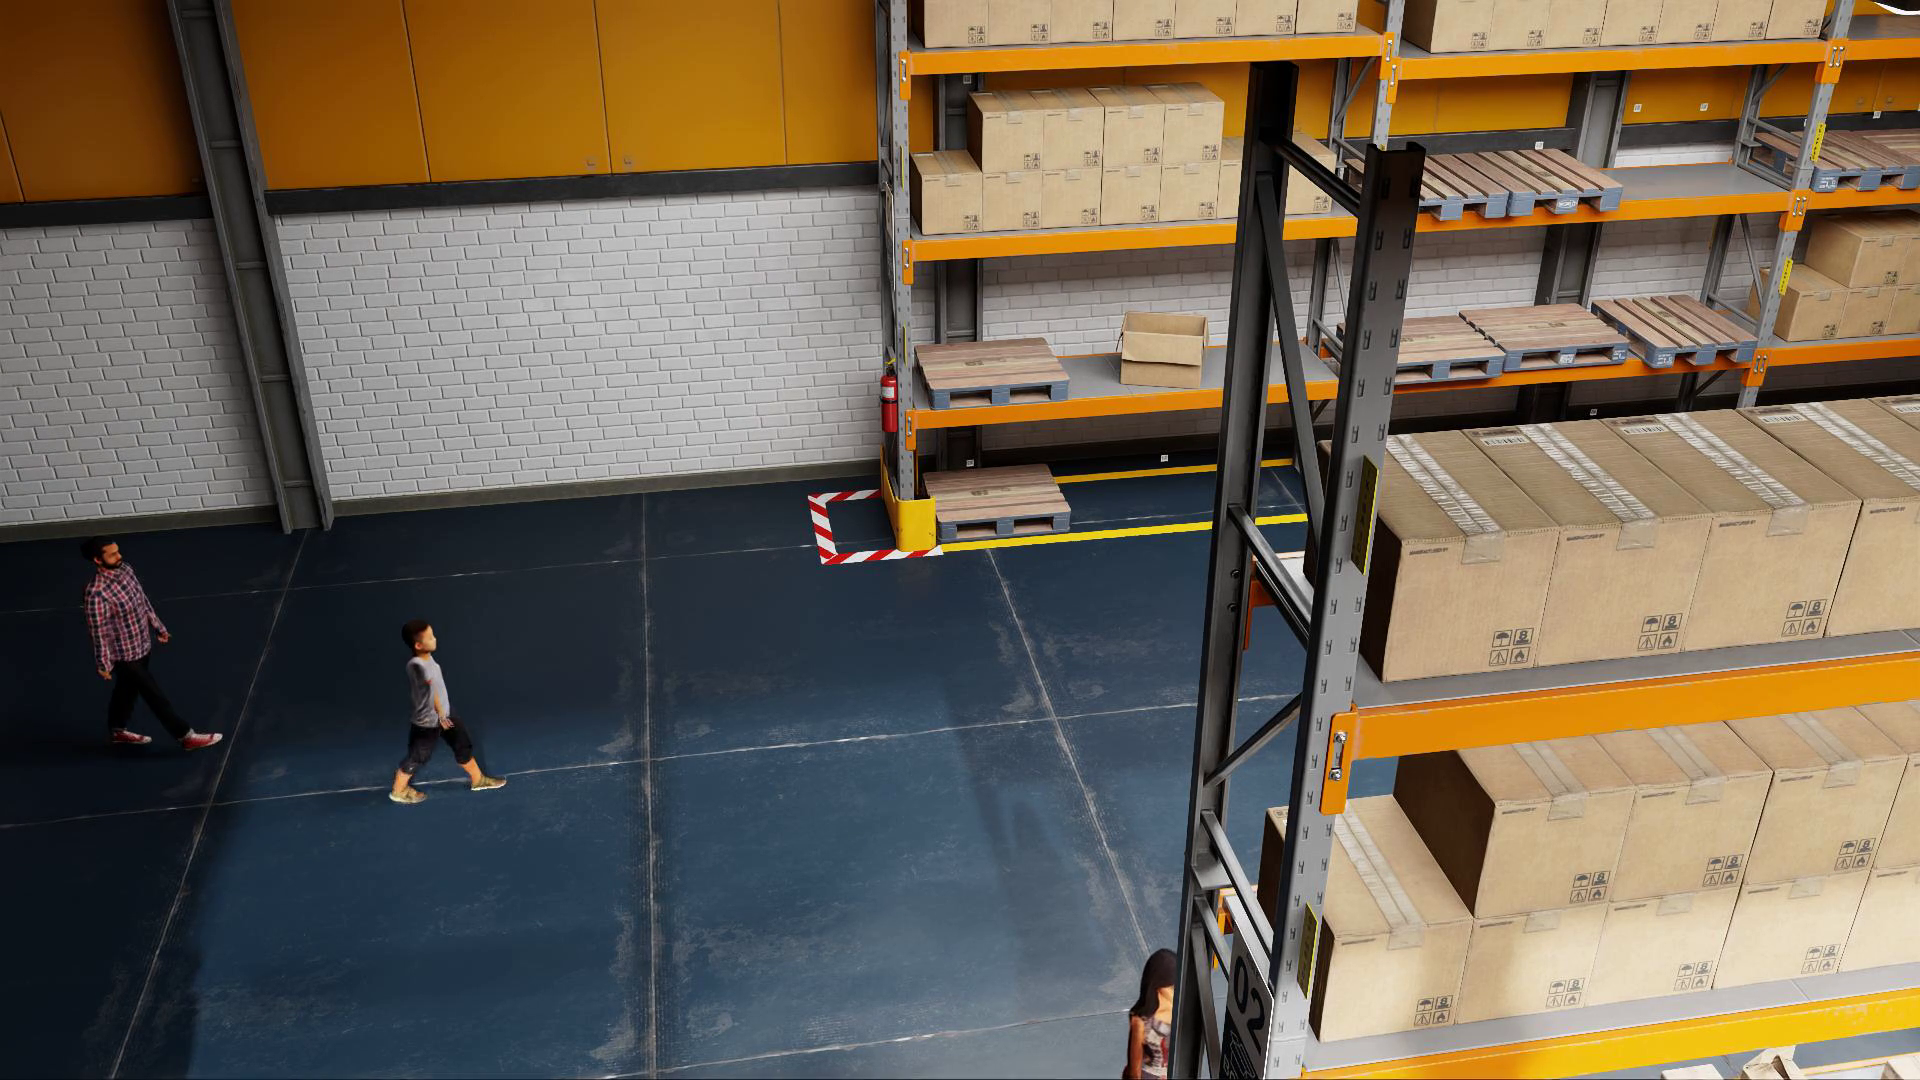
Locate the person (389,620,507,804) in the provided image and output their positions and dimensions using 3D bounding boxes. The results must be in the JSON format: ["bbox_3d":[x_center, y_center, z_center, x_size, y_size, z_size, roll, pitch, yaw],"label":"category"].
[{"bbox_3d":[-3.661,1.154,11.266,1.004,1.422,0.601,-7,29,-12],"label":"person"}]

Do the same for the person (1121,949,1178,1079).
[{"bbox_3d":[0.968,2.682,8.231,0.674,1.645,0.784,-25,37,-38],"label":"person"}]

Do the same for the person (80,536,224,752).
[{"bbox_3d":[-5.908,0.762,11.674,1.116,1.718,0.803,-1,29,-2],"label":"person"}]
